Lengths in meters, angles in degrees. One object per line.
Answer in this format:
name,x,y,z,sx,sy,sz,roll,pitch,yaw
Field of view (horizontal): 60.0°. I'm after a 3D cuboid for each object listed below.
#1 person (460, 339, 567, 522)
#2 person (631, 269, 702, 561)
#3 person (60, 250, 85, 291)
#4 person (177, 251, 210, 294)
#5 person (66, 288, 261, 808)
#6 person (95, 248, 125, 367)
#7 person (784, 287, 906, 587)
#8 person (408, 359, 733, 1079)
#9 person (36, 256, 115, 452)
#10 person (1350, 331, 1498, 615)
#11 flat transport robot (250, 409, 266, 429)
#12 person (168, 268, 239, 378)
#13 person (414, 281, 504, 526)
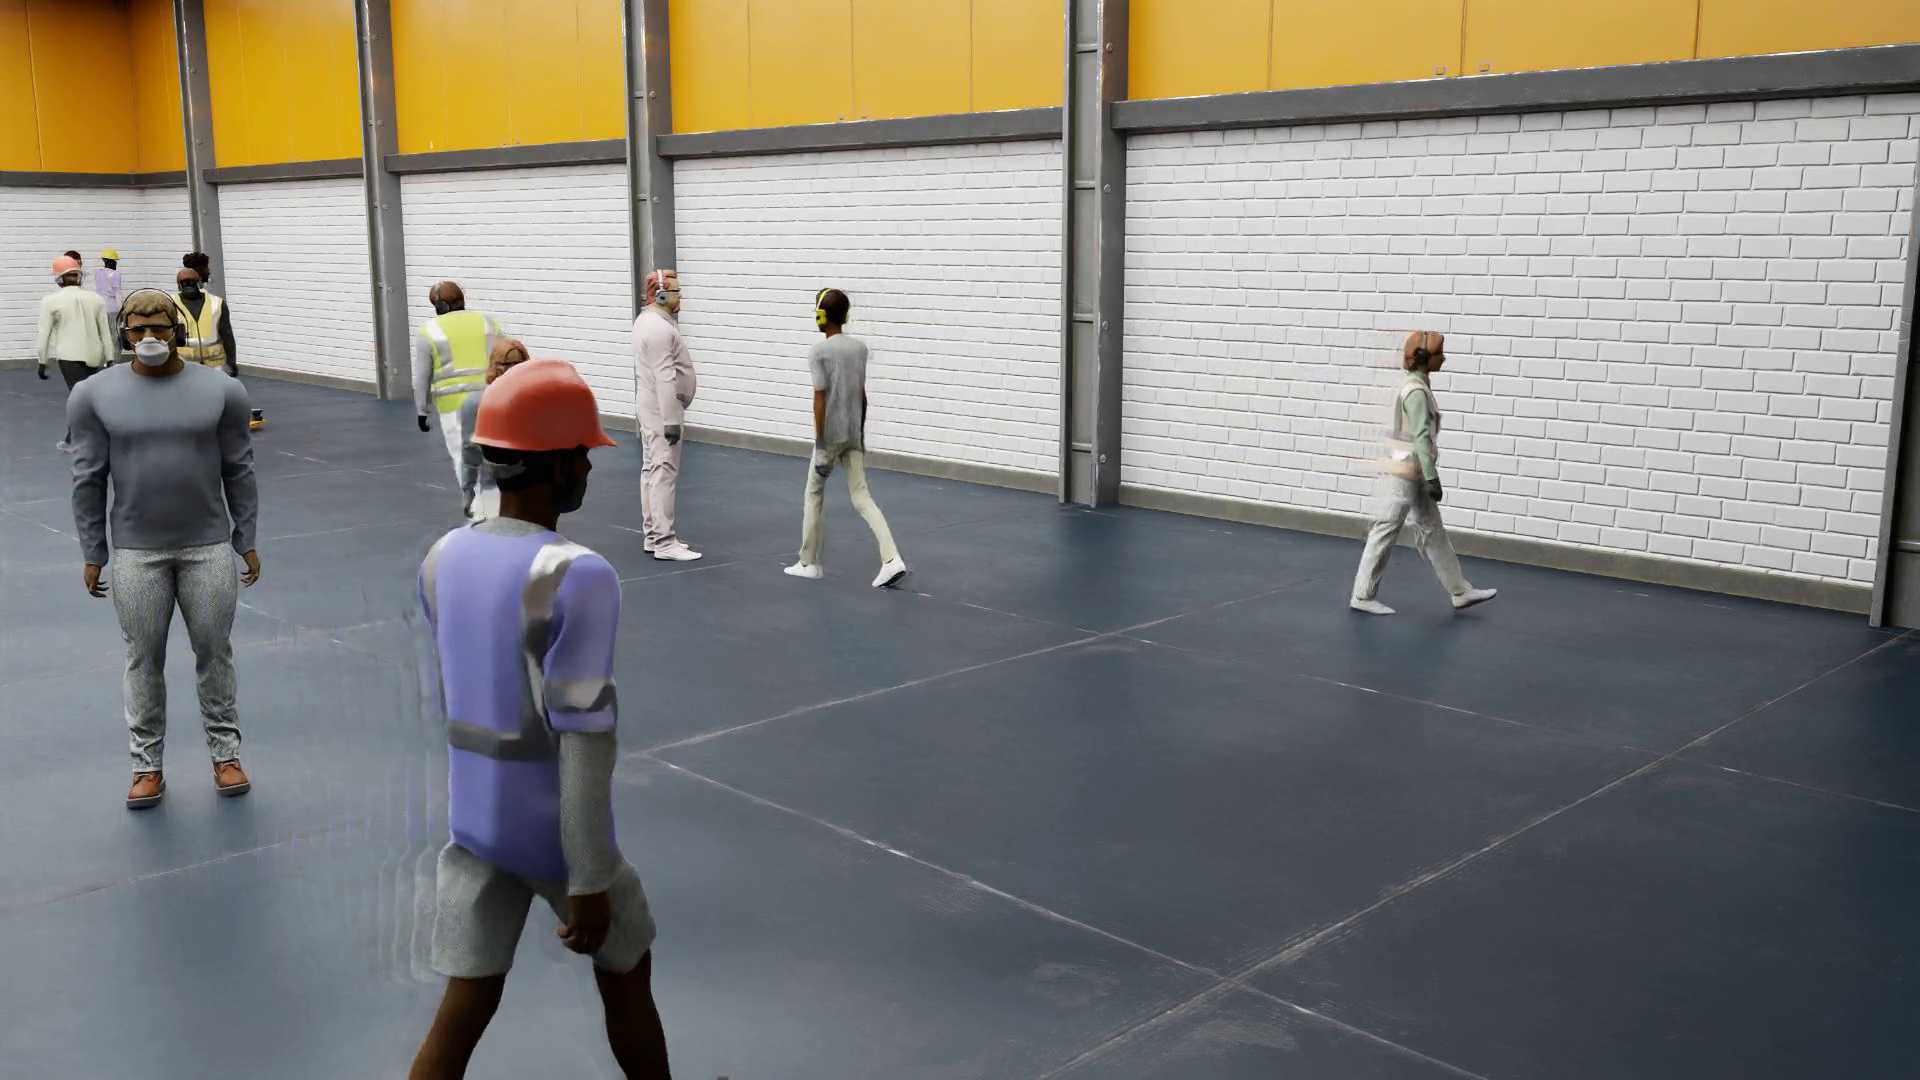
person,-2.295,-0.241,8.666,0.518,1.585,0.852,-6,12,-31
person,-1.940,-0.823,10.994,0.406,1.911,0.636,-4,11,-20
person,-13.339,-3.406,25.090,0.432,1.920,0.592,-9,14,-41
person,-7.788,-1.967,17.070,0.600,1.967,0.367,10,14,42
person,-2.969,0.029,6.261,0.635,1.938,0.359,-5,12,-27
person,-13.689,-3.736,26.867,0.582,1.919,0.391,7,12,33
person,-0.701,-0.622,10.146,0.969,1.836,0.533,10,14,43
person,-0.877,0.568,3.480,0.563,1.886,0.986,7,12,33
person,-8.523,-1.759,16.044,1.062,1.939,0.623,7,12,33
person,2.600,-0.356,9.294,0.840,1.600,0.526,3,11,17
flat transport robot,-8.397,-1.304,18.083,1.431,0.197,0.652,-1,10,-4
person,-7.278,-1.688,15.954,0.635,1.813,0.686,-7,12,-32
person,-3.556,-0.945,11.946,0.644,1.803,0.570,-8,13,-36
